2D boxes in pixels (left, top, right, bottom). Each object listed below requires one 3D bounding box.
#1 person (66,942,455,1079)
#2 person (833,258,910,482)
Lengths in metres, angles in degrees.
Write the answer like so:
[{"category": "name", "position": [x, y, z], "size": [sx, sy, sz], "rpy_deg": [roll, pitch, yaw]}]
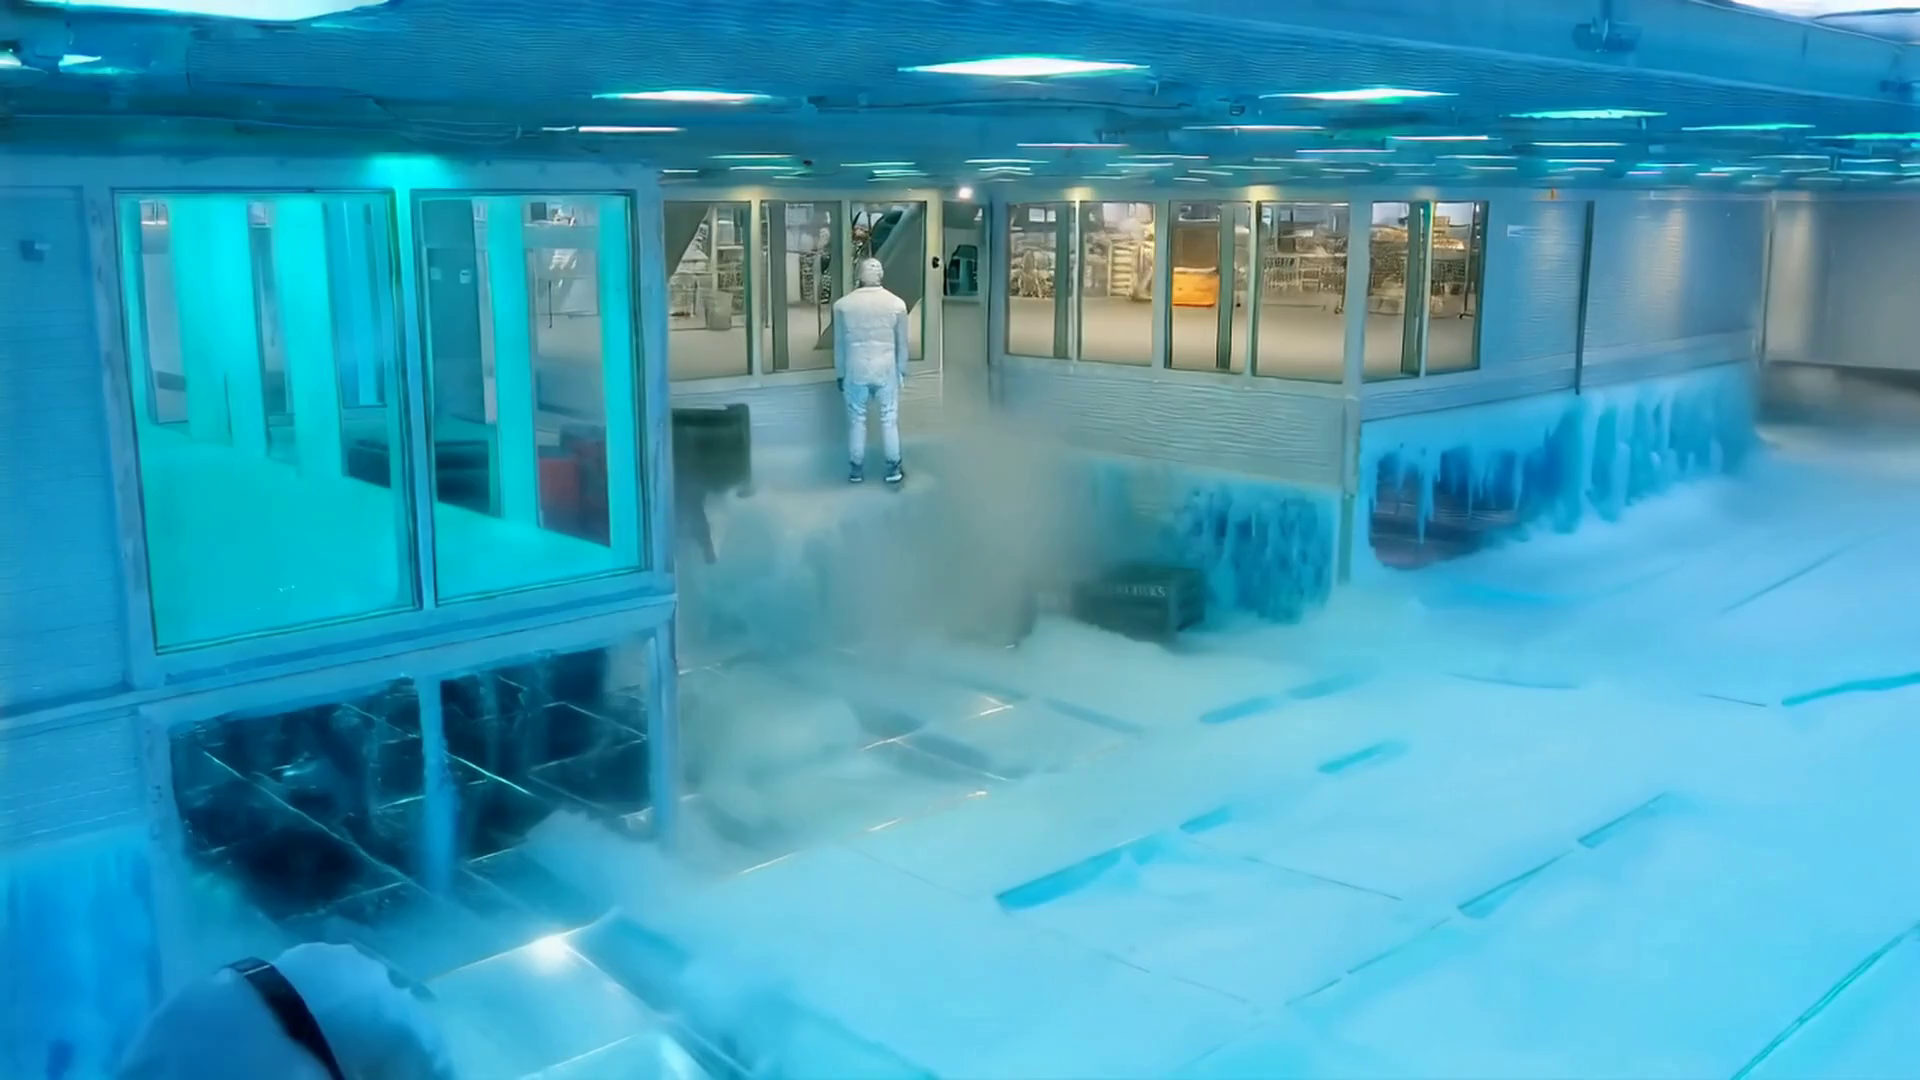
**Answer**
[{"category": "person", "position": [-0.410, 1.173, 1.234], "size": [0.502, 1.861, 0.328], "rpy_deg": [10, 15, 42]}, {"category": "person", "position": [-0.745, -1.438, 14.168], "size": [0.651, 1.907, 0.409], "rpy_deg": [0, 11, 2]}]
